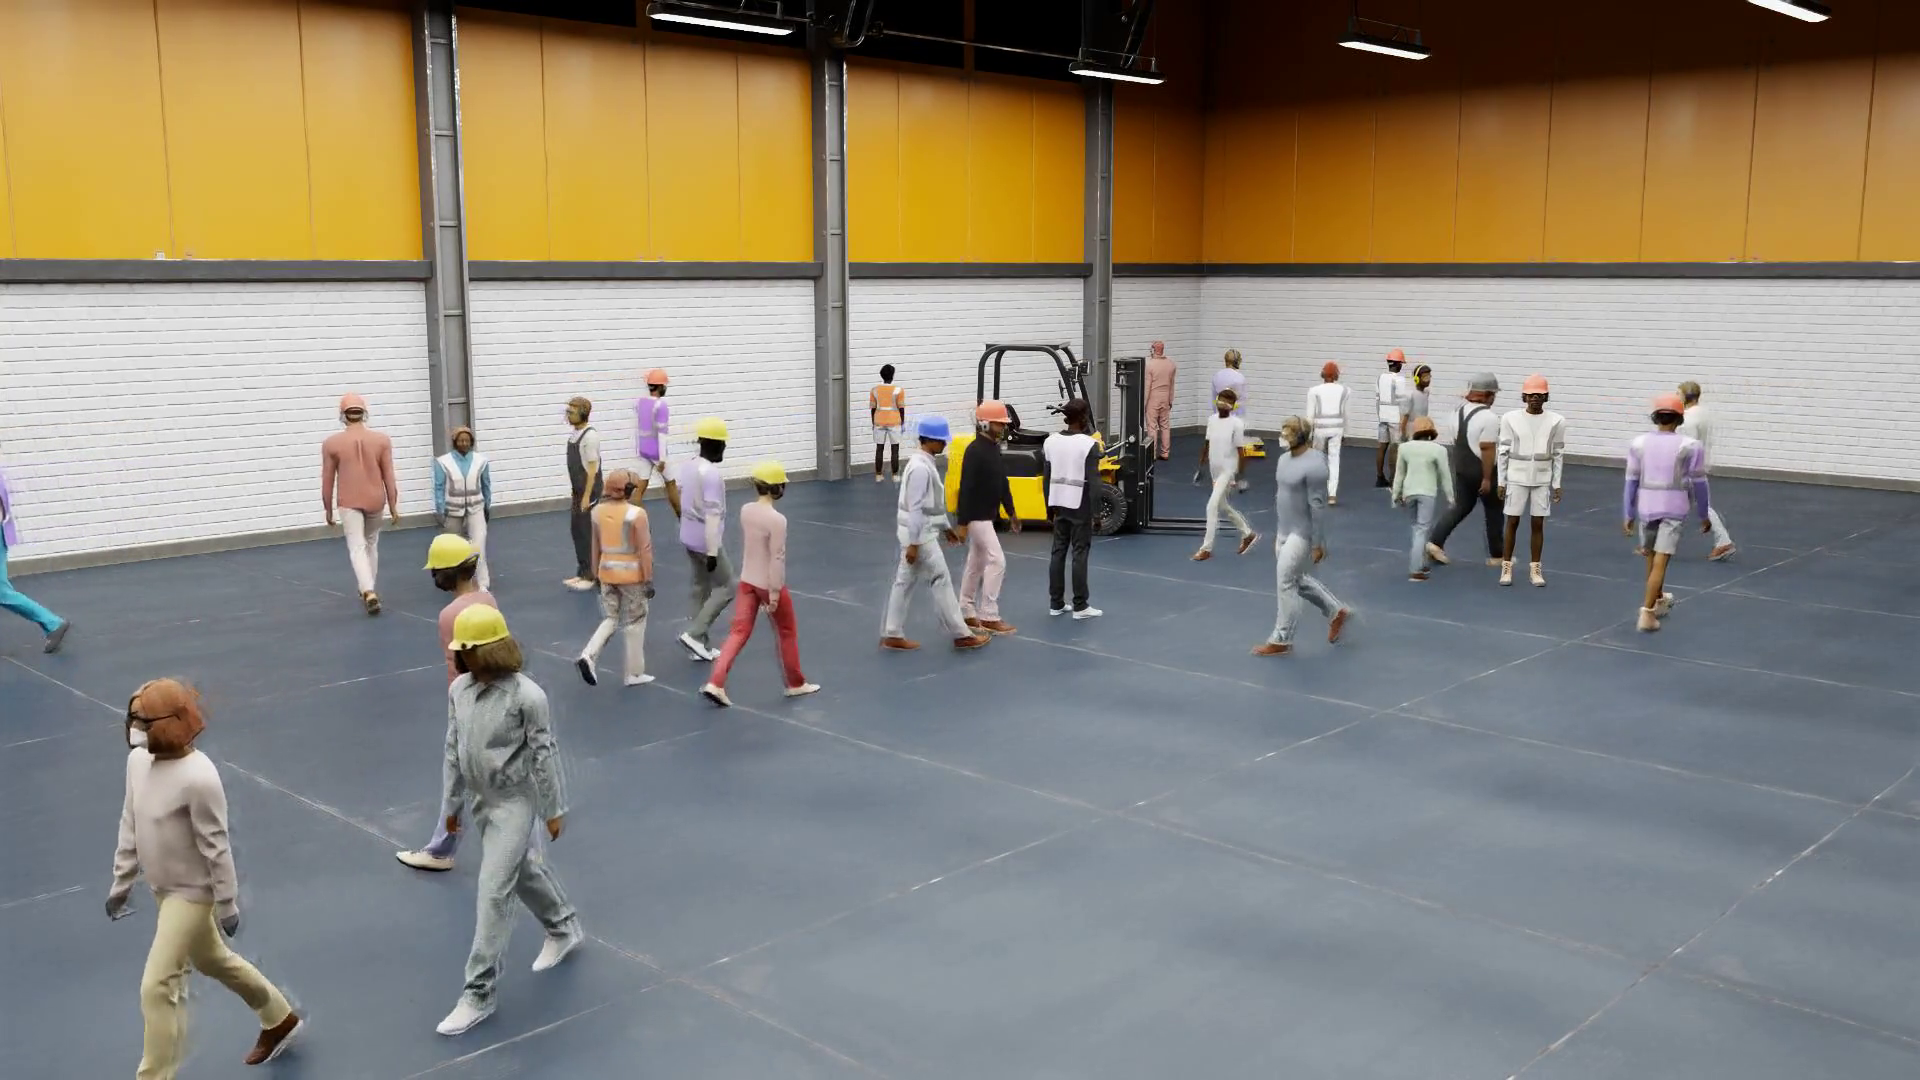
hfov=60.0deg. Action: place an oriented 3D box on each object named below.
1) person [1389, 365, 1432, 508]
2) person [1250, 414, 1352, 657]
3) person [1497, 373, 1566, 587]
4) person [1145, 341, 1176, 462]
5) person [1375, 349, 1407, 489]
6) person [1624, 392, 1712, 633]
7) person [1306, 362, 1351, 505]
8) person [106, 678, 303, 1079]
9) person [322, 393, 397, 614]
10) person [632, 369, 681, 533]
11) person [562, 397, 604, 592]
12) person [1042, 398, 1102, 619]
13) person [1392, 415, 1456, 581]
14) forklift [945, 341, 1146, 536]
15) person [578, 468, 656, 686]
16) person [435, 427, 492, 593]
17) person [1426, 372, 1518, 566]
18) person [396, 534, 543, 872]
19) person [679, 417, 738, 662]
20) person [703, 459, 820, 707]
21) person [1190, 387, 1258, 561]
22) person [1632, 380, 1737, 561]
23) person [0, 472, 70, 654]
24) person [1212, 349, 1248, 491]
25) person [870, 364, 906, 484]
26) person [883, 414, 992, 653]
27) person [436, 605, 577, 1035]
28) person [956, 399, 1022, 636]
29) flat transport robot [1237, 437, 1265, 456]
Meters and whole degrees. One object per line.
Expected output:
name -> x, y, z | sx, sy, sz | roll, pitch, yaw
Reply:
person -> 5.722, -1.309, 21.080 | 0.549, 1.838, 0.548 | 9, 13, 43
person -> 2.724, -0.041, 13.095 | 0.850, 1.916, 0.637 | -3, 10, -15
person -> 5.447, -0.567, 15.891 | 0.605, 2.045, 0.379 | 2, 9, 11
person -> 3.088, -2.186, 26.237 | 0.655, 1.906, 0.407 | -7, 11, -35
person -> 5.981, -1.670, 22.985 | 0.359, 1.936, 0.544 | -5, 10, -28
person -> 5.986, -0.246, 14.065 | 0.637, 1.986, 1.030 | 8, 13, 42
person -> 4.768, -1.382, 21.544 | 0.586, 1.829, 1.004 | 0, 9, 2
person -> -2.794, 1.262, 6.058 | 0.501, 1.596, 0.837 | 7, 12, 38
person -> -5.324, -0.332, 14.794 | 0.623, 1.945, 1.007 | -6, 11, -31
person -> -3.463, -1.018, 19.130 | 0.570, 1.883, 0.978 | 7, 12, 38
person -> -3.564, -0.433, 15.715 | 0.372, 1.831, 0.567 | -6, 11, -32
person -> 0.972, -0.274, 14.485 | 0.591, 1.916, 0.383 | 8, 13, 42
person -> 4.566, -0.421, 16.316 | 0.580, 1.598, 0.689 | 9, 13, 43
forklift -> 0.977, -1.223, 19.452 | 2.313, 2.155, 1.214 | 2, 9, 11
person -> -2.472, 0.290, 11.962 | 0.523, 1.618, 0.561 | 5, 10, 28
person -> -4.627, -0.276, 15.499 | 0.521, 1.584, 0.847 | -4, 10, -24
person -> 5.221, -0.737, 16.940 | 0.970, 2.000, 0.691 | -3, 10, -15
person -> -2.468, 0.827, 8.355 | 0.736, 1.720, 0.552 | 2, 9, 12
person -> -1.939, 0.004, 12.804 | 0.447, 1.906, 0.581 | -6, 11, -32
person -> -1.403, 0.296, 11.581 | 0.521, 1.729, 0.901 | 9, 13, 44
person -> 2.800, -0.702, 17.413 | 0.876, 1.822, 0.555 | -5, 11, -29
person -> 7.612, -0.715, 17.258 | 0.981, 1.905, 0.642 | 6, 11, 33
person -> -7.478, 0.041, 12.870 | 0.852, 1.821, 0.572 | -8, 12, -42
person -> 3.700, -1.646, 22.826 | 0.375, 1.940, 0.627 | -5, 10, -28
person -> -1.017, -1.637, 23.541 | 0.532, 1.691, 0.320 | 3, 10, 15
person -> -0.177, -0.040, 13.090 | 0.946, 1.892, 0.598 | -1, 9, -4
person -> -1.890, 1.078, 6.902 | 0.488, 1.691, 0.910 | 5, 11, 29
person -> 0.262, -0.187, 13.799 | 0.726, 1.965, 0.649 | 3, 10, 16
flat transport robot -> 4.628, -1.550, 27.338 | 0.652, 0.197, 1.431 | 1, 9, 5
